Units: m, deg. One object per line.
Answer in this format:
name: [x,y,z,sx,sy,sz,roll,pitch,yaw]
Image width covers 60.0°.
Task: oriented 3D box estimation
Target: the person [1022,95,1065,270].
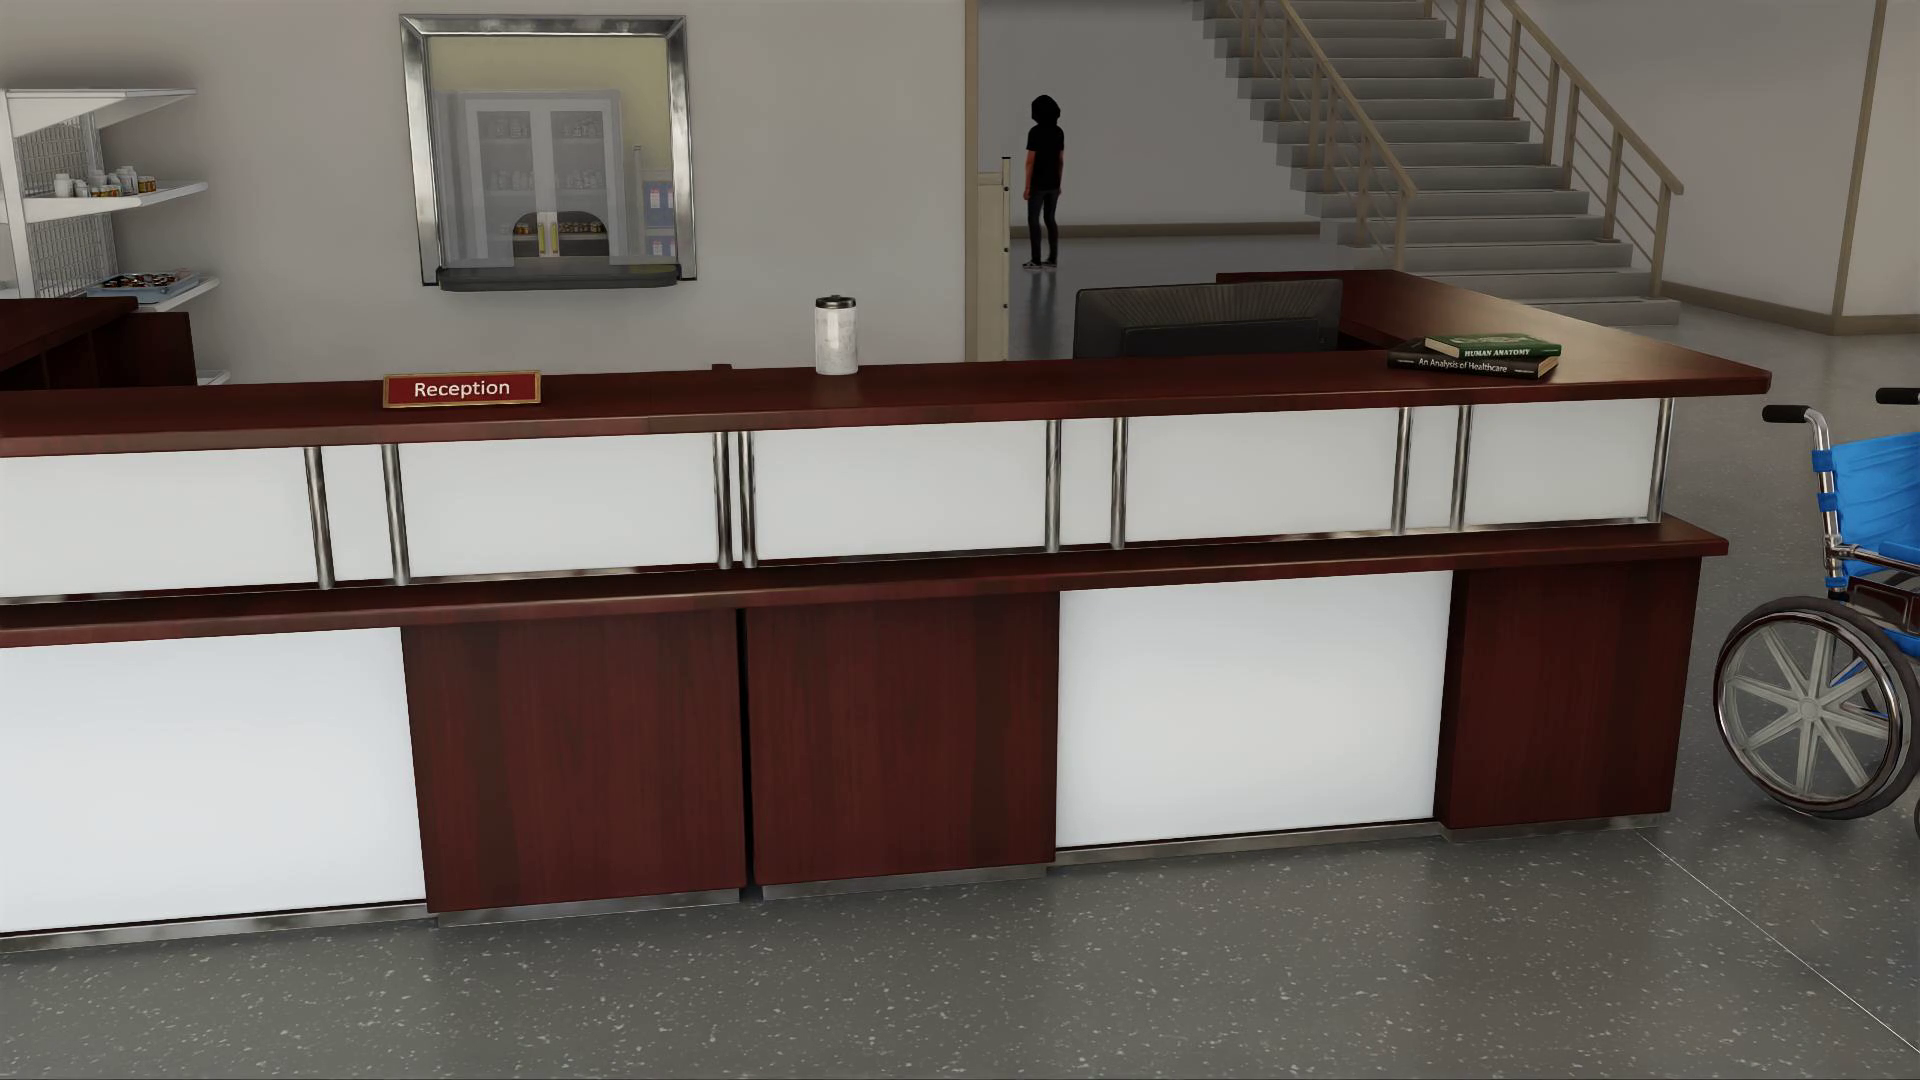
person: [0.914,-3.846,17.869,0.704,1.823,0.676,-11,19,-33]
